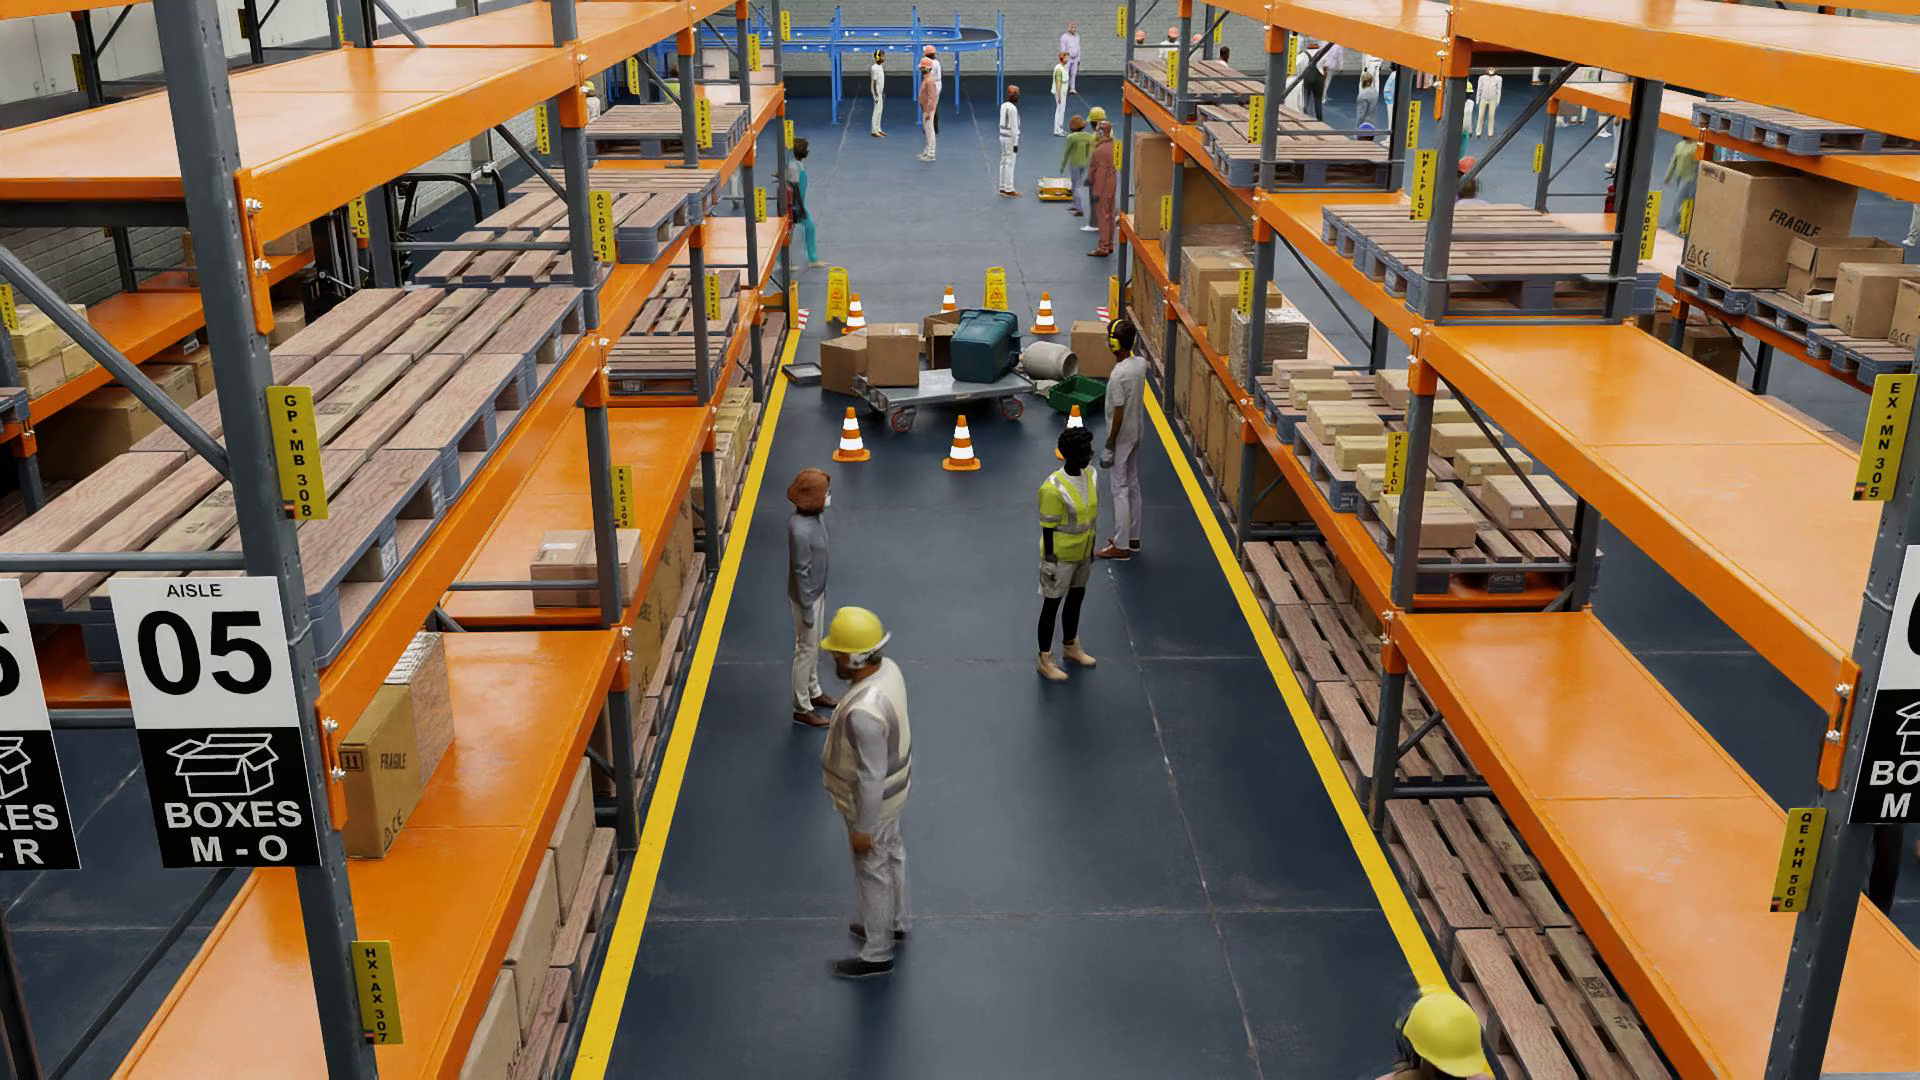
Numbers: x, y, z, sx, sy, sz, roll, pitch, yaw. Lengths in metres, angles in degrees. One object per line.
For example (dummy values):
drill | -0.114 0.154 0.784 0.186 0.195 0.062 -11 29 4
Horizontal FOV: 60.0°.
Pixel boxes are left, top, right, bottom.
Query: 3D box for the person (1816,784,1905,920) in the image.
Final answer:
person | 4.189 1.147 7.648 0.548 1.807 0.924 3 21 7

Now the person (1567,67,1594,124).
person | 14.465 -10.512 38.719 0.500 1.626 0.291 -5 21 -13

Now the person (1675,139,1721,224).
person | 11.578 -5.784 25.982 0.574 1.806 0.873 -12 24 -28

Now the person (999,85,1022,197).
person | 0.867 -6.910 28.833 0.346 1.885 0.578 -7 22 -17

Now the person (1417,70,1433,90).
person | 12.966 -13.453 46.116 0.397 1.900 0.644 -10 23 -25

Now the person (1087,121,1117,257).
person | 2.036 -5.029 23.833 0.399 1.909 0.642 9 23 23

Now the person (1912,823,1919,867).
person | 5.091 0.869 8.068 0.627 2.032 0.556 1 21 2

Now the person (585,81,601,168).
person | -6.878 -7.668 31.035 0.295 1.744 0.485 8 22 20

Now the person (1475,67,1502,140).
person | 11.446 -9.506 36.057 0.503 1.627 0.274 6 22 15

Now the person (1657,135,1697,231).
person | 10.979 -5.512 25.366 0.920 1.714 0.541 -5 21 -12

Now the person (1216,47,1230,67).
person | 5.741 -9.925 36.782 0.401 1.906 0.598 -5 21 -12

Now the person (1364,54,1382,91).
person | 10.728 -12.330 43.163 0.584 1.882 0.347 -14 25 -33

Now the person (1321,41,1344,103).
person | 9.580 -12.249 42.969 0.615 1.862 0.758 15 26 35

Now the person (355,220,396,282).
person | -7.629 -4.164 21.429 0.429 2.001 0.681 18 27 39

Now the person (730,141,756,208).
person | -3.713 -6.476 27.833 0.595 1.791 0.937 1 21 2

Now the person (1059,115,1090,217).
person | 1.814 -6.083 27.023 0.649 1.605 0.515 19 28 41

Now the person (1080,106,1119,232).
person | 2.145 -5.683 25.555 0.508 1.919 0.617 11 24 28

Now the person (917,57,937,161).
person | -0.651 -8.552 33.021 0.377 1.995 0.612 -3 21 -9

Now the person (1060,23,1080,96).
person | 2.991 -12.943 44.772 0.642 1.899 0.395 -16 26 -36

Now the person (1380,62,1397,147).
person | 9.117 -9.223 35.010 0.429 1.841 0.636 2 21 5

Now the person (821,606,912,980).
person | -0.424 1.149 7.612 0.404 1.827 0.600 2 21 5

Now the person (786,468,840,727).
person | -0.895 0.339 10.038 0.291 1.625 0.506 2 21 5

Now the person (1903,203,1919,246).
person | 14.327 -5.223 24.586 0.485 1.737 0.321 2 21 5

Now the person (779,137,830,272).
person | -2.146 -4.555 22.702 0.814 1.809 0.605 4 21 11

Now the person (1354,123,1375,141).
person | 5.698 -4.886 23.431 0.438 1.934 0.624 3 21 8

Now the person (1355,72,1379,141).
person | 7.452 -7.631 30.667 0.372 1.940 0.632 14 25 33

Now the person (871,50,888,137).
person | -1.780 -9.795 36.514 0.328 1.854 0.500 5 21 12

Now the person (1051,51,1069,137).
person | 2.209 -9.804 36.560 0.397 1.833 0.573 5 21 12

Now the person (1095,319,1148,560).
person | 1.220 -0.756 12.601 0.326 1.865 0.518 12 24 28

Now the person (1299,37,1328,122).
person | 8.126 -10.606 38.386 0.688 2.000 0.537 5 21 14

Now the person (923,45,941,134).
person | -0.616 -10.002 36.962 0.392 1.931 0.578 4 21 10

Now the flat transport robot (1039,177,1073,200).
flat transport robot | 1.713 -6.154 29.081 0.652 0.197 1.431 1 21 2

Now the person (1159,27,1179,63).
person | 5.168 -11.656 41.203 0.633 2.004 0.897 7 22 19

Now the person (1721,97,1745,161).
person | 15.301 -8.383 32.685 0.371 1.915 0.595 -15 25 -34

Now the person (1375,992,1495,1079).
person | 1.391 2.134 5.099 0.539 1.754 0.377 -6 22 -16

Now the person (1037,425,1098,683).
person | 0.694 0.075 10.646 0.319 1.692 0.537 17 26 37

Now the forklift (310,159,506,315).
forklift | -5.622 -2.910 17.832 2.313 2.155 1.214 -1 21 -1
